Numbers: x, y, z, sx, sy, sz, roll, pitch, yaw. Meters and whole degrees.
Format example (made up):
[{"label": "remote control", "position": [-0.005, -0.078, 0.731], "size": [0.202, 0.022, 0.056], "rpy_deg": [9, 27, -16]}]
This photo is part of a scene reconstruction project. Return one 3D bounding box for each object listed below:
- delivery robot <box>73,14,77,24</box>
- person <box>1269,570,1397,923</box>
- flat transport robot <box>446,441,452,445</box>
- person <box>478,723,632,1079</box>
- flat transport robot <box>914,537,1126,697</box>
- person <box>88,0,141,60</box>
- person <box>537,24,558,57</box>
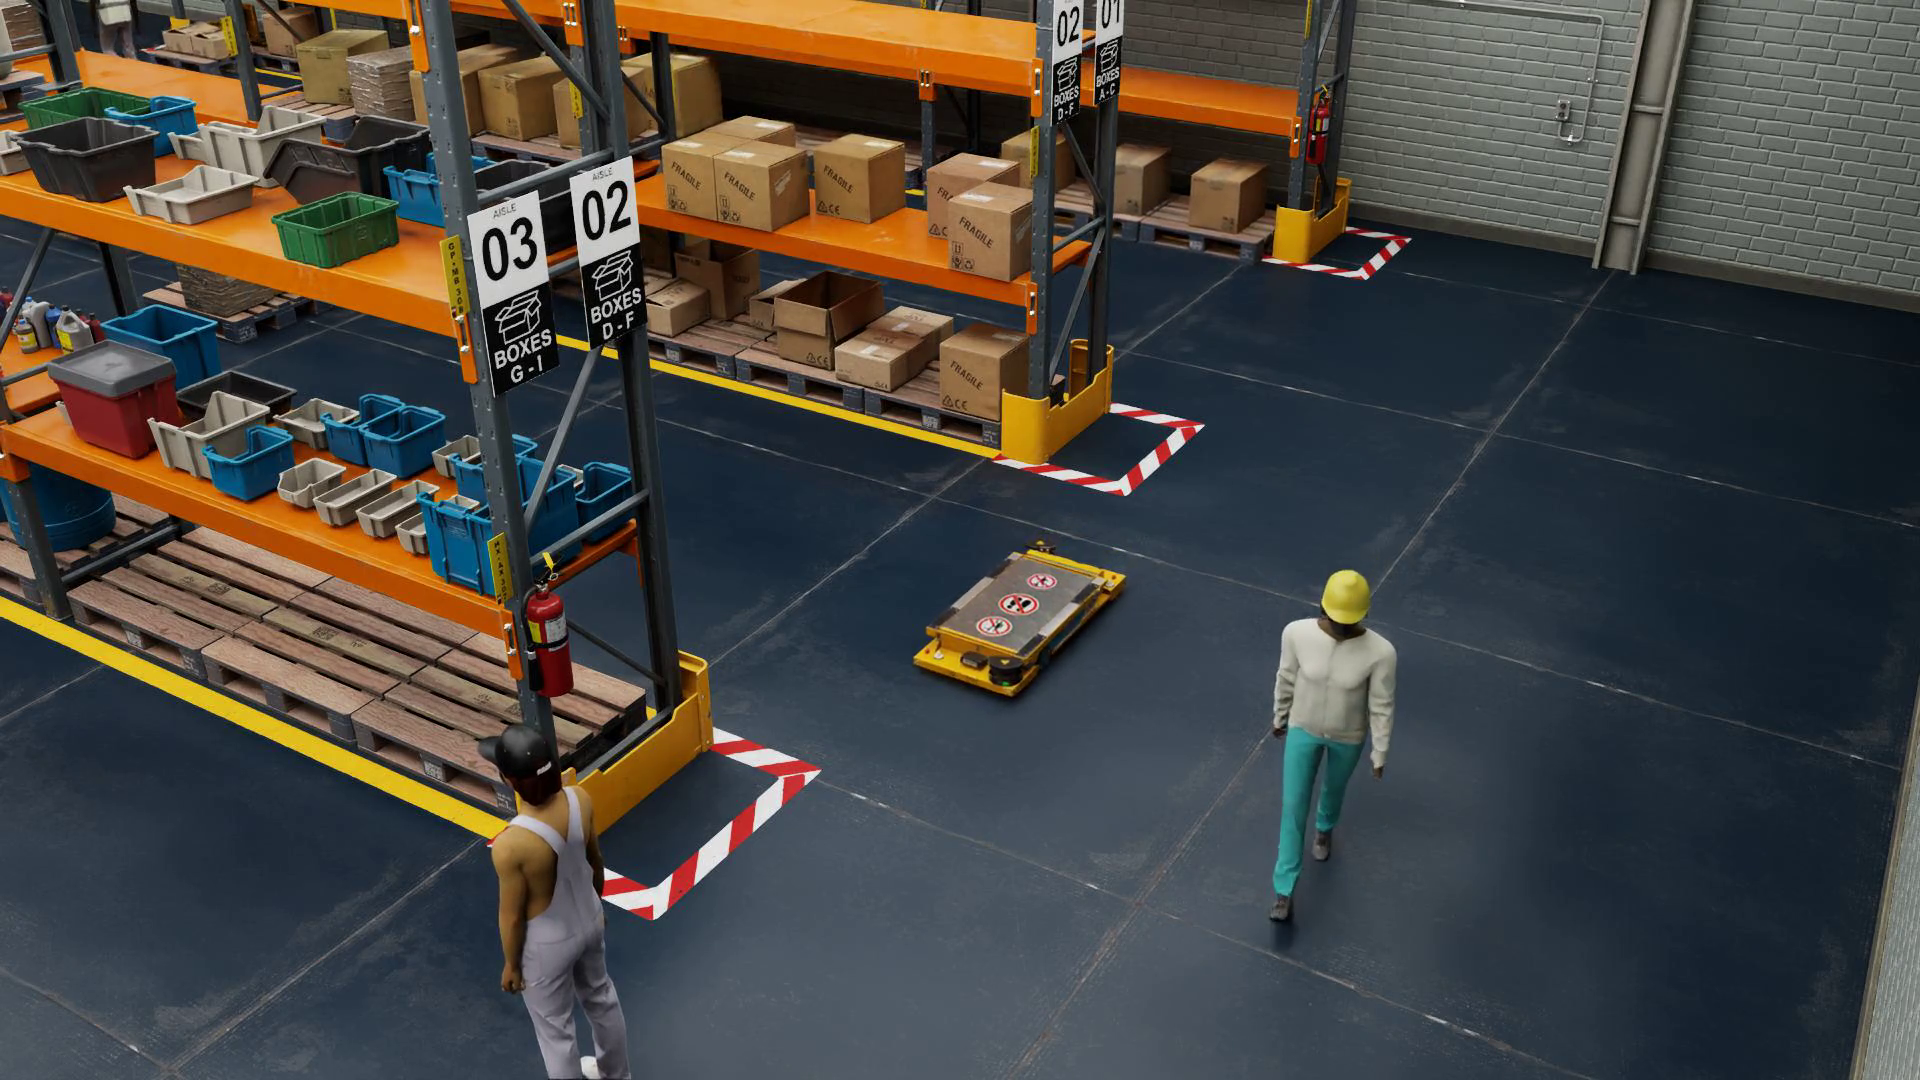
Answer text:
[{"label": "delivery robot", "position": [-13.130, -7.534, 23.845], "size": [0.754, 0.582, 0.520], "rpy_deg": [-7, 30, -12]}, {"label": "person", "position": [1.667, 0.899, 7.520], "size": [0.539, 1.715, 0.938], "rpy_deg": [8, 30, 15]}, {"label": "flat transport robot", "position": [-3.835, -0.490, 11.512], "size": [1.431, 0.231, 0.659], "rpy_deg": [18, 34, 29]}, {"label": "person", "position": [-1.569, 1.480, 6.356], "size": [0.415, 1.855, 0.496], "rpy_deg": [17, 33, 27]}, {"label": "flat transport robot", "position": [0.379, 0.435, 9.853], "size": [0.659, 0.231, 1.431], "rpy_deg": [16, 33, 27]}, {"label": "person", "position": [-10.409, -6.387, 20.488], "size": [0.599, 1.828, 0.474], "rpy_deg": [-24, 37, -36]}, {"label": "person", "position": [-4.176, -4.471, 17.191], "size": [0.319, 1.692, 0.532], "rpy_deg": [-18, 34, -29]}]
